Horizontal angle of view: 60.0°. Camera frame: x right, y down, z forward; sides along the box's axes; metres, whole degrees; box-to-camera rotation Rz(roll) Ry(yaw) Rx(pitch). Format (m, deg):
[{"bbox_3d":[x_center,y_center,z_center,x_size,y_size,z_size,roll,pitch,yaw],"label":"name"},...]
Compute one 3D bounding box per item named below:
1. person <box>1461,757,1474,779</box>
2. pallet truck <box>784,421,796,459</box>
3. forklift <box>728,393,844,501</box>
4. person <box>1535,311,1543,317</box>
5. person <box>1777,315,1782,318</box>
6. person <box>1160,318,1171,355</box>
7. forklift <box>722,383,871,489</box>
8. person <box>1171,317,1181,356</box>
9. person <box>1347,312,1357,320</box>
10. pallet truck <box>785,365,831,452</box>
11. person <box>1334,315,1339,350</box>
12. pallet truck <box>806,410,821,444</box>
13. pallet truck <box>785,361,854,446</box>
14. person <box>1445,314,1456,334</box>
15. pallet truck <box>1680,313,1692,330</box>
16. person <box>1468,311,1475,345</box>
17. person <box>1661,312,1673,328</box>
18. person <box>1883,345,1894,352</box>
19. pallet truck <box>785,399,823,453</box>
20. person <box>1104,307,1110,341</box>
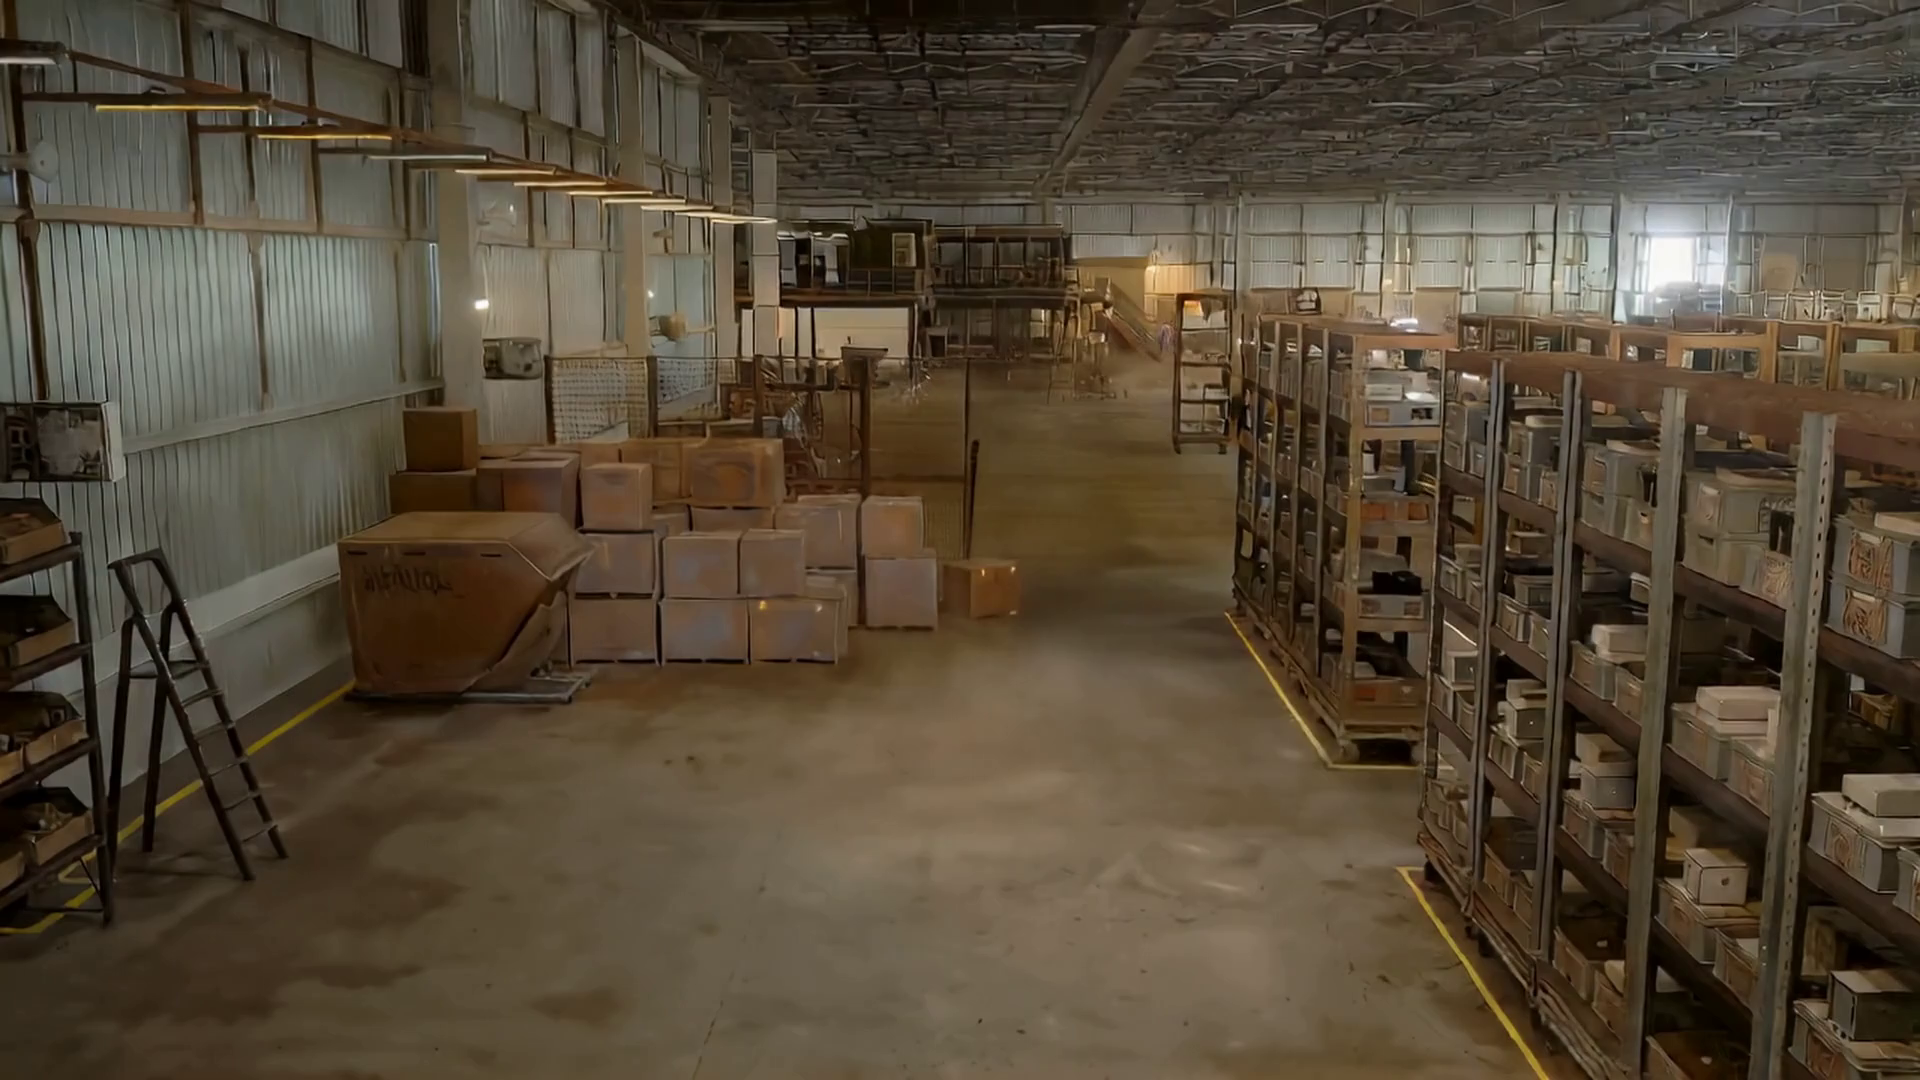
[{"bbox_3d":[4.284,1.086,12.685,0.675,1.975,0.633,1,9,6],"label":"person"},{"bbox_3d":[-4.013,-1.793,32.705,1.601,1.201,0.680,0,9,1],"label":"pallet truck"},{"bbox_3d":[-2.979,-1.316,26.476,2.680,1.987,1.157,0,9,1],"label":"forklift"},{"bbox_3d":[32.086,-11.778,92.282,0.584,1.882,0.337,9,13,43],"label":"person"},{"bbox_3d":[38.147,-9.467,77.546,0.700,2.000,0.568,8,12,40],"label":"person"},{"bbox_3d":[9.983,-9.946,81.202,0.525,1.804,0.937,-6,11,-31],"label":"person"},{"bbox_3d":[-2.893,-1.687,28.729,2.680,1.987,1.157,0,9,-1],"label":"forklift"},{"bbox_3d":[10.277,-9.644,79.025,0.559,1.914,0.568,-3,10,-17],"label":"person"},{"bbox_3d":[20.951,-11.237,88.895,0.608,1.901,0.693,9,13,43],"label":"person"},{"bbox_3d":[-3.774,-2.976,37.635,1.885,1.965,0.823,1,9,5],"label":"pallet truck"},{"bbox_3d":[18.765,-10.296,83.039,0.585,1.918,0.379,5,10,28],"label":"person"},{"bbox_3d":[-3.559,-2.018,33.905,1.522,1.261,0.704,0,9,-1],"label":"pallet truck"},{"bbox_3d":[-3.410,-3.193,38.978,1.885,1.965,0.823,0,9,-1],"label":"pallet truck"},{"bbox_3d":[24.987,-10.548,84.605,0.800,1.918,0.552,-7,11,-37],"label":"person"},{"bbox_3d":[36.315,-10.531,84.244,0.823,1.965,1.885,-6,11,-33],"label":"pallet truck"},{"bbox_3d":[28.147,-11.626,91.403,0.323,1.865,0.518,-4,10,-21],"label":"person"},{"bbox_3d":[37.840,-11.267,89.084,0.826,1.904,0.594,-7,11,-35],"label":"person"},{"bbox_3d":[34.210,-6.622,61.173,0.542,1.642,0.846,8,12,39],"label":"person"},{"bbox_3d":[-3.814,-2.432,36.419,1.630,1.274,0.653,0,9,1],"label":"pallet truck"},{"bbox_3d":[8.622,-12.608,97.094,0.460,1.977,0.644,-3,10,-19],"label":"person"}]
